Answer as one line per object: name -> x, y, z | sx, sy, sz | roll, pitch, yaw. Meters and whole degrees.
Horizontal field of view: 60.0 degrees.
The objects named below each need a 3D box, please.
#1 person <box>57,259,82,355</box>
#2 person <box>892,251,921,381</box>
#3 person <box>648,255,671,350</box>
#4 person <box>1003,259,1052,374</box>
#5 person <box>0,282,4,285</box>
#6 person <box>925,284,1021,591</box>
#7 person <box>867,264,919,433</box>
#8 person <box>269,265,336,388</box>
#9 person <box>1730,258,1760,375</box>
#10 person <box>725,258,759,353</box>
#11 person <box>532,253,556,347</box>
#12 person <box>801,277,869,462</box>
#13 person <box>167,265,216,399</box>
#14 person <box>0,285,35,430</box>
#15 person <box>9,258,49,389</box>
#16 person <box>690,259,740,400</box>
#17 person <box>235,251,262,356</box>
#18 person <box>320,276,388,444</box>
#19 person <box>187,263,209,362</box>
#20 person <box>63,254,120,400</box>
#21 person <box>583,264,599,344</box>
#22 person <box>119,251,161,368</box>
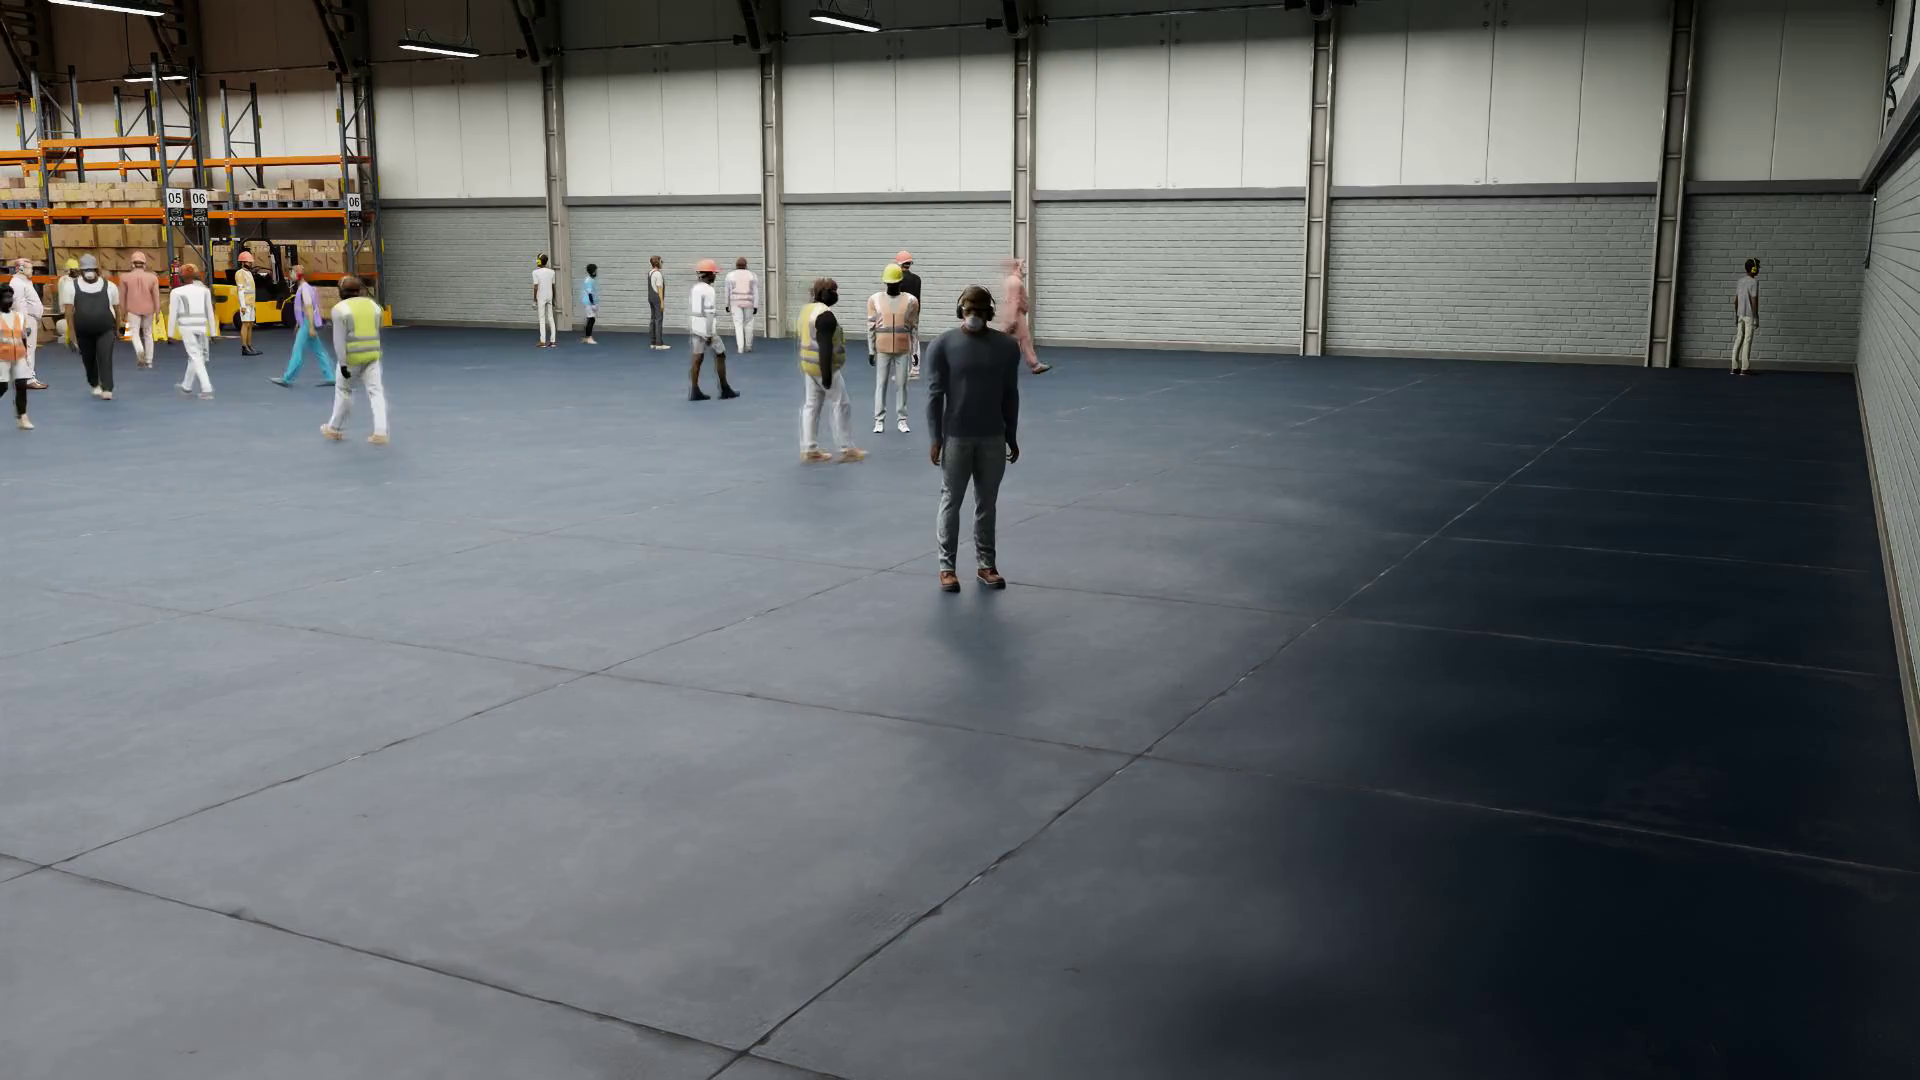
person -> -16.632, -4.374, 31.226 | 0.742, 1.812, 0.582 | 5, 11, 25
person -> -0.846, -3.456, 25.712 | 0.387, 1.996, 0.611 | 9, 14, 40
person -> -5.951, -4.668, 32.728 | 0.341, 1.846, 0.511 | -7, 13, -34
person -> 0.961, -3.597, 26.872 | 1.012, 1.848, 0.678 | -1, 10, -7
person -> -25.276, -6.655, 43.511 | 1.015, 1.878, 0.601 | 5, 12, 26
person -> 0.091, -0.646, 10.561 | 0.629, 1.934, 0.374 | -4, 11, -19
person -> -0.754, -2.174, 18.927 | 0.606, 1.920, 0.390 | -1, 10, -6
person -> -9.731, -3.140, 24.534 | 0.963, 1.793, 0.585 | -4, 11, -21
person -> 12.680, -3.585, 26.760 | 0.321, 1.871, 0.532 | -2, 11, -12
person -> -4.219, -4.522, 32.061 | 0.630, 1.797, 0.944 | -2, 11, -13
person -> -8.392, -4.832, 33.546 | 0.516, 1.877, 0.327 | -10, 14, -43
person -> -1.228, -1.680, 16.498 | 0.756, 1.819, 0.654 | -4, 11, -22
person -> -10.619, -2.859, 22.901 | 0.968, 1.826, 0.602 | 6, 12, 31
person -> -11.037, -2.113, 19.220 | 0.607, 1.678, 0.533 | 6, 12, 29
person -> -13.638, -3.163, 24.355 | 0.411, 1.909, 0.643 | -5, 11, -23
person -> -3.371, -2.865, 22.730 | 0.840, 1.902, 0.547 | -9, 14, -41
person -> -13.312, -4.420, 31.128 | 0.368, 1.935, 0.552 | -1, 10, -4
person -> -6.567, -1.946, 18.013 | 0.935, 1.794, 0.637 | 8, 13, 36
person -> -13.572, -4.024, 29.499 | 0.294, 1.744, 0.486 | 1, 10, 3
person -> -11.965, -2.974, 22.962 | 0.681, 2.000, 0.994 | -5, 11, -24
person -> -7.622, -4.869, 34.326 | 0.406, 1.657, 0.669 | -1, 10, -6
person -> -13.764, -3.857, 27.964 | 0.623, 1.971, 0.675 | -6, 12, -31
